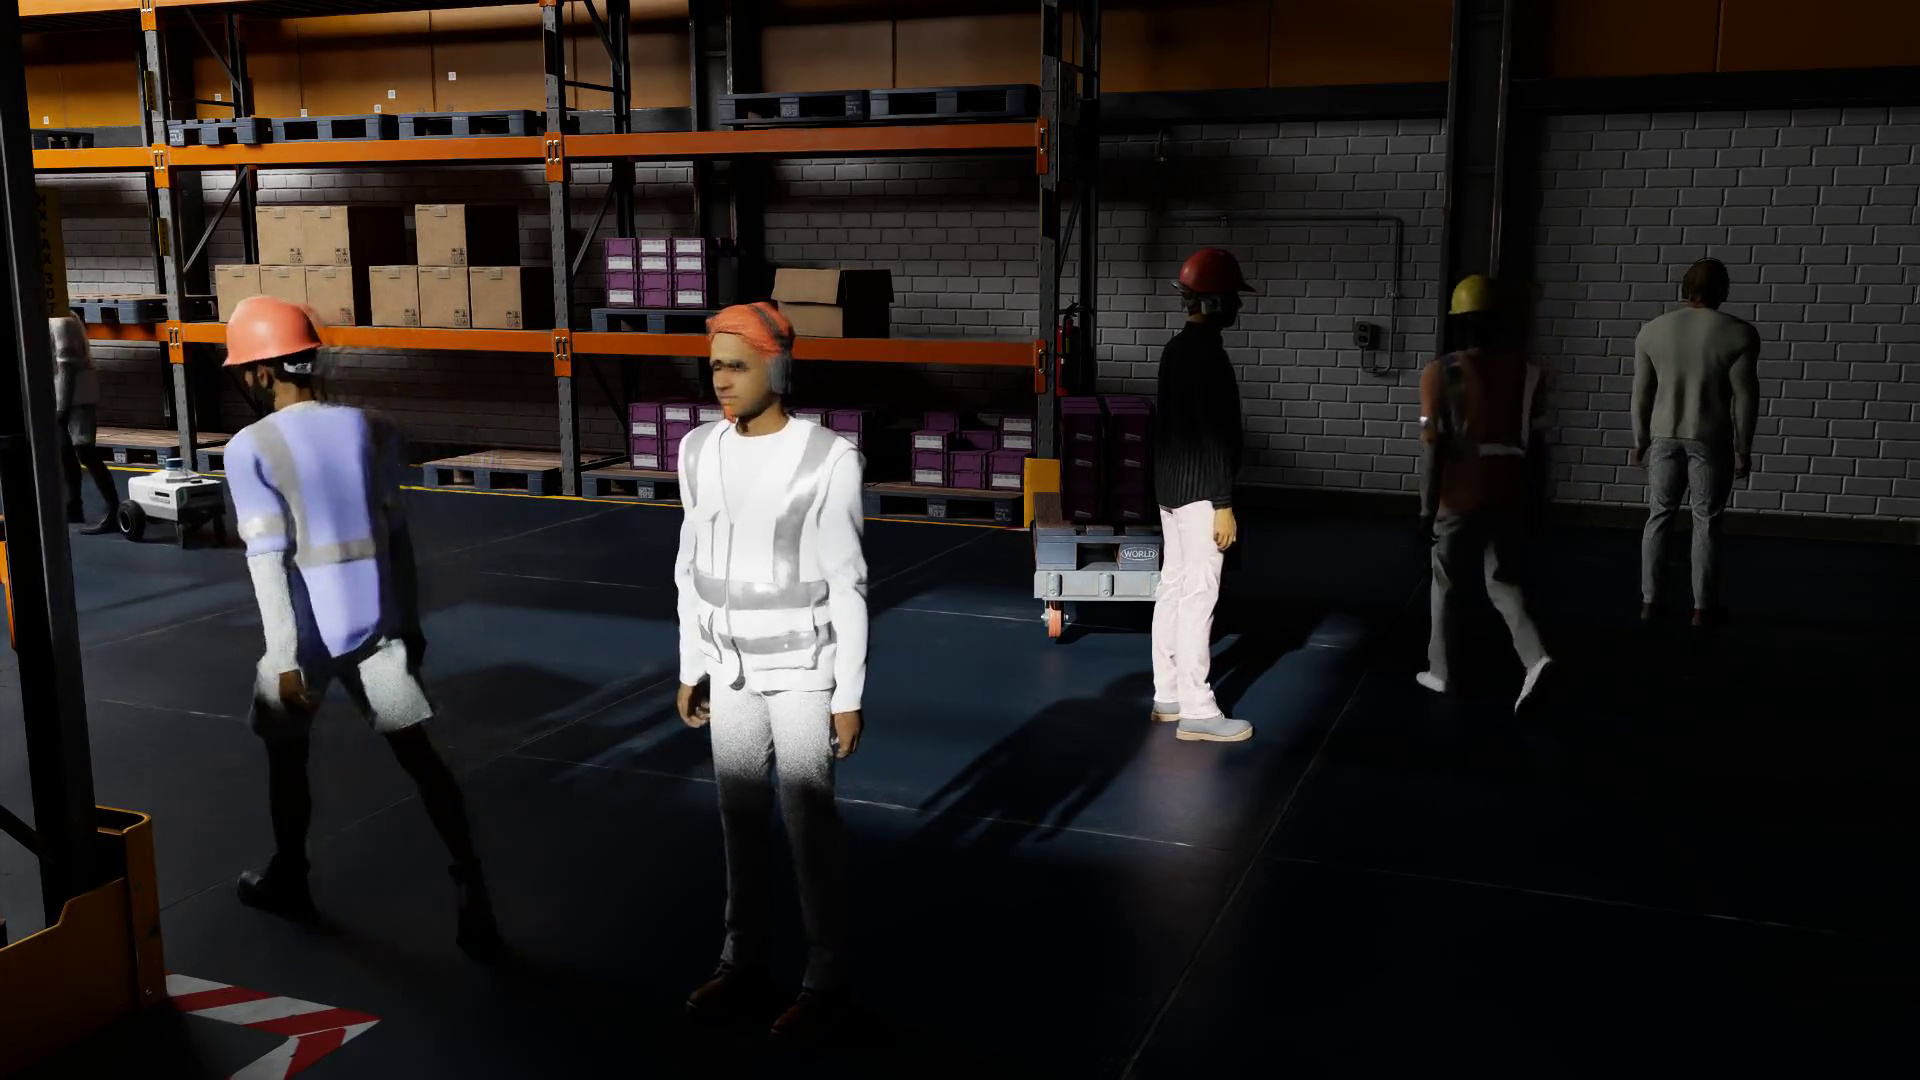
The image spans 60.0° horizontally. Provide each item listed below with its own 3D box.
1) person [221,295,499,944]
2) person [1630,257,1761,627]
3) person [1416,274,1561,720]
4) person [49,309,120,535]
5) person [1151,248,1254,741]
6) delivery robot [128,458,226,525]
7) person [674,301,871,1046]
[{"bbox_3d":[-1.746,0.242,4.774,1.010,1.888,0.578,7,12,35],"label":"person"},{"bbox_3d":[3.876,-0.514,8.807,0.635,1.937,0.352,9,13,40],"label":"person"},{"bbox_3d":[2.287,-0.188,7.158,0.604,1.894,0.857,-2,10,-10],"label":"person"},{"bbox_3d":[-6.251,-0.991,11.671,0.555,1.884,0.761,-6,12,-29],"label":"person"},{"bbox_3d":[0.987,-0.185,6.817,0.386,1.996,0.610,-2,10,-10],"label":"person"},{"bbox_3d":[-5.310,-0.311,11.271,0.707,0.478,0.477,7,13,35],"label":"delivery robot"},{"bbox_3d":[-0.479,0.339,4.234,0.589,1.878,0.347,7,12,33],"label":"person"}]
